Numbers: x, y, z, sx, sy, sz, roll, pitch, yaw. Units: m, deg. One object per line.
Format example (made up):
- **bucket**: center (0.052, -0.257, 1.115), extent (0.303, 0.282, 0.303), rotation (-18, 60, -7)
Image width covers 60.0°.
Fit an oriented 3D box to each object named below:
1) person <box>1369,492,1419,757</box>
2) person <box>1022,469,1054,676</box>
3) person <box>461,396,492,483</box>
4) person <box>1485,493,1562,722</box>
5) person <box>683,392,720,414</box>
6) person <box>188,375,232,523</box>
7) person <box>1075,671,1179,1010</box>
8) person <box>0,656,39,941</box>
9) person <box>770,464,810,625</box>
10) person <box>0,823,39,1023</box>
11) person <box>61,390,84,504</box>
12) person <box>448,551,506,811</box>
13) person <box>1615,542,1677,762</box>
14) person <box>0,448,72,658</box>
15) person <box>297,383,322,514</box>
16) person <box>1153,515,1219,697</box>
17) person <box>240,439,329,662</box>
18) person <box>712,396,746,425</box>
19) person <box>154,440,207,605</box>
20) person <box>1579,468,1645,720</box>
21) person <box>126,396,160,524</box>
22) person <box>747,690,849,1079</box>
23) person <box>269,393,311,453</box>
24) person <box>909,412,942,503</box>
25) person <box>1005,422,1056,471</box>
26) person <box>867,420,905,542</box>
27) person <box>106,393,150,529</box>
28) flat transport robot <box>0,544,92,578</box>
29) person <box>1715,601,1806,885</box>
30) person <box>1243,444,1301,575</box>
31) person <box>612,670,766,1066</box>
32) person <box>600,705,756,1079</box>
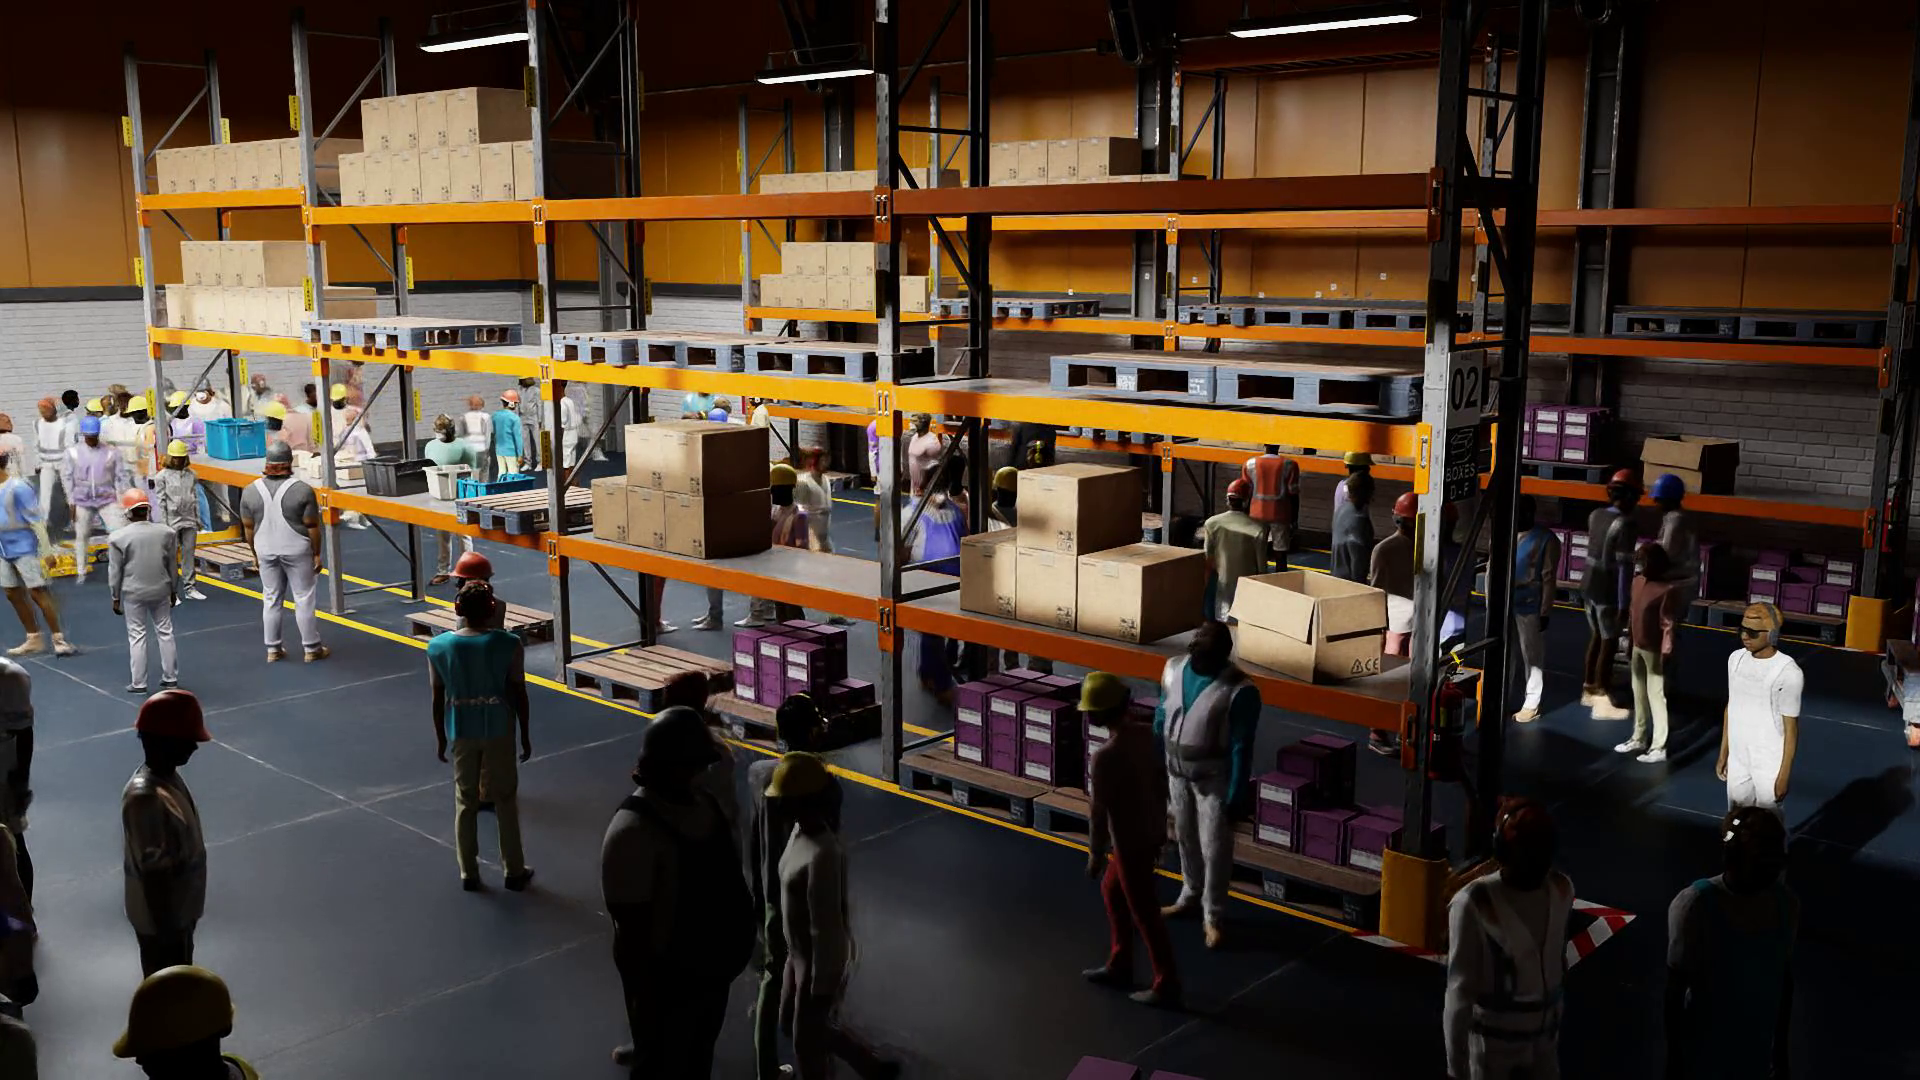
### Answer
- **person**: center (3.301, 0.619, 12.356), extent (0.616, 1.986, 0.407), rotation (-6, 12, -31)
- **person**: center (0.646, 0.313, 14.385), extent (0.358, 1.880, 0.575), rotation (4, 11, 21)
- **person**: center (-7.166, -1.330, 24.542), extent (0.521, 1.571, 0.919), rotation (1, 10, 6)
- **person**: center (4.458, 0.532, 13.288), extent (0.430, 1.836, 0.619), rotation (-8, 13, -39)
- **person**: center (-3.734, -1.487, 24.271), extent (0.648, 1.992, 0.833), rotation (1, 10, 3)
- **person**: center (-10.264, -1.235, 22.675), extent (0.684, 2.000, 0.536), rotation (-3, 11, -18)
- **person**: center (0.798, 1.482, 8.210), extent (0.655, 1.714, 0.528), rotation (5, 11, 26)
- **person**: center (-5.228, 1.242, 8.877), extent (0.601, 1.967, 0.369), rotation (2, 10, 11)
- **person**: center (-1.497, 0.299, 14.320), extent (0.362, 1.928, 0.587), rotation (-6, 12, -32)
- **person**: center (-3.978, 1.695, 6.676), extent (0.633, 1.841, 0.429), rotation (2, 10, 11)
- **person**: center (-12.952, -1.346, 24.286), extent (0.320, 1.692, 0.529), rotation (-8, 13, -37)
- **person**: center (-3.236, 0.939, 11.180), extent (0.323, 1.755, 0.563), rotation (1, 10, 6)
- **person**: center (5.075, 0.819, 12.246), extent (0.290, 1.621, 0.534), rotation (-2, 10, -9)
- **person**: center (-8.582, 0.112, 15.213), extent (0.762, 1.989, 0.512), rotation (5, 11, 25)
- **person**: center (-9.112, -1.282, 23.400), extent (0.510, 1.874, 0.626), rotation (3, 10, 14)
- **person**: center (1.587, 0.718, 12.092), extent (0.654, 1.887, 0.812), rotation (9, 13, 40)
- **person**: center (-6.113, 0.097, 15.143), extent (0.688, 2.000, 0.539), rotation (0, 10, 1)
- **person**: center (-2.908, -0.808, 20.570), extent (0.627, 1.933, 0.372), rotation (-4, 11, -20)
- **person**: center (-8.259, -0.193, 17.639), extent (0.313, 1.739, 0.485), rotation (6, 12, 30)
- **person**: center (5.239, 0.422, 13.376), extent (0.462, 2.021, 0.632), rotation (-1, 10, -5)
- **person**: center (-10.196, -0.856, 20.900), extent (0.399, 1.911, 0.595), rotation (-6, 12, -32)
- **person**: center (-0.711, 1.578, 7.302), extent (0.505, 1.861, 0.329), rotation (6, 11, 29)
- **person**: center (-8.731, -0.985, 21.711), extent (0.436, 1.879, 0.734), rotation (4, 11, 19)
- **person**: center (-0.415, -0.545, 19.060), extent (0.372, 1.941, 0.627), rotation (-5, 11, -24)
- **person**: center (0.909, -0.831, 20.748), extent (0.612, 1.911, 1.036), rotation (-7, 12, -36)
- **person**: center (-0.920, -0.913, 21.198), extent (0.386, 1.924, 0.549), rotation (9, 14, 42)
- **person**: center (-10.803, -0.971, 21.634), extent (0.593, 1.879, 0.791), rotation (-1, 10, -8)
- **flat transport robot**: center (-10.744, 0.235, 19.363), extent (1.431, 0.197, 0.652), rotation (9, 13, 40)
- **person**: center (4.437, 1.238, 9.277), extent (0.349, 1.838, 0.505), rotation (-3, 11, -18)
- **person**: center (3.222, -0.234, 17.232), extent (0.603, 1.964, 0.367), rotation (4, 11, 20)
- **person**: center (-1.181, 1.490, 7.877), extent (0.984, 1.850, 0.591), rotation (-6, 12, -32)
- **person**: center (-1.060, 1.626, 6.496), extent (0.538, 2.000, 0.685), rotation (3, 11, 19)
